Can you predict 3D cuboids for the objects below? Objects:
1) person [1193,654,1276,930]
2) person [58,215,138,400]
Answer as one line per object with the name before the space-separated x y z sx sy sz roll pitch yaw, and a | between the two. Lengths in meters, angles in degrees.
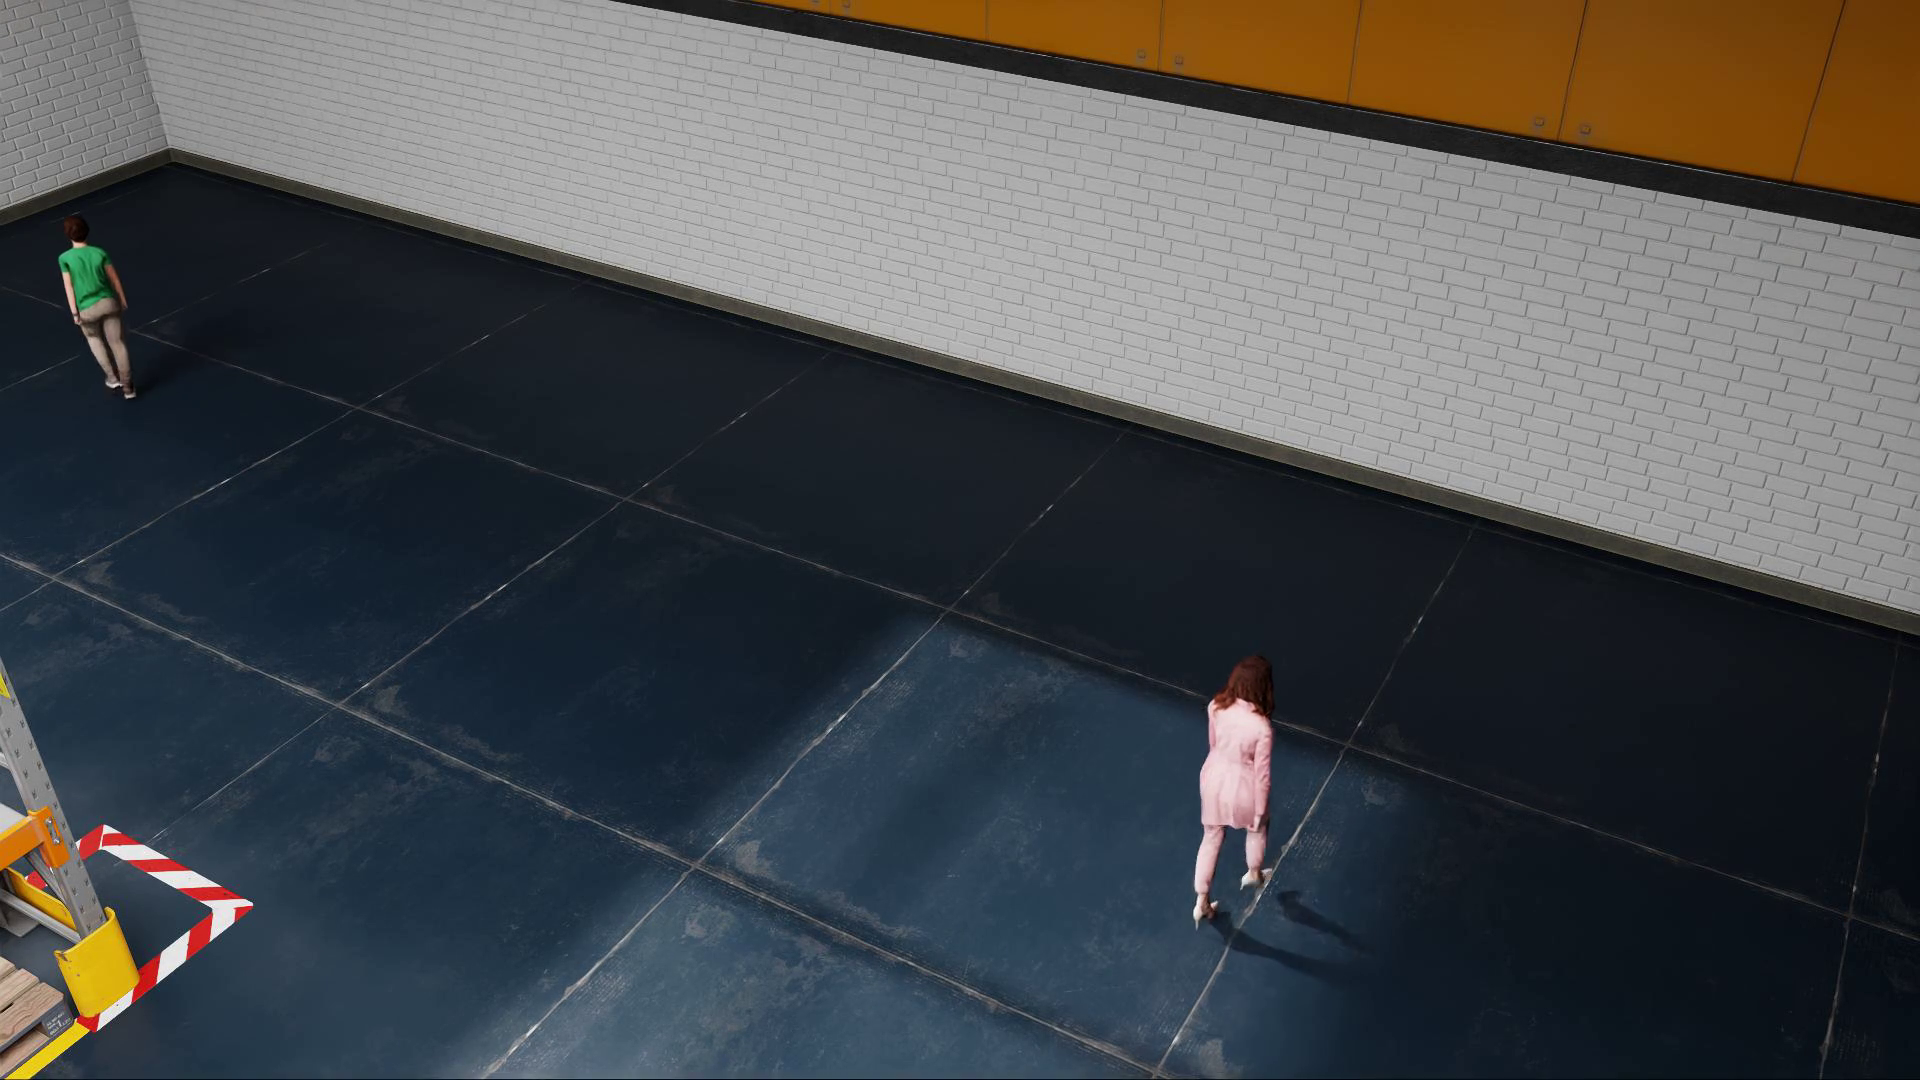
person | 1.426 1.426 9.058 0.698 1.781 0.911 24 40 31
person | -7.384 -1.961 14.285 0.762 1.635 0.815 -19 38 -26
